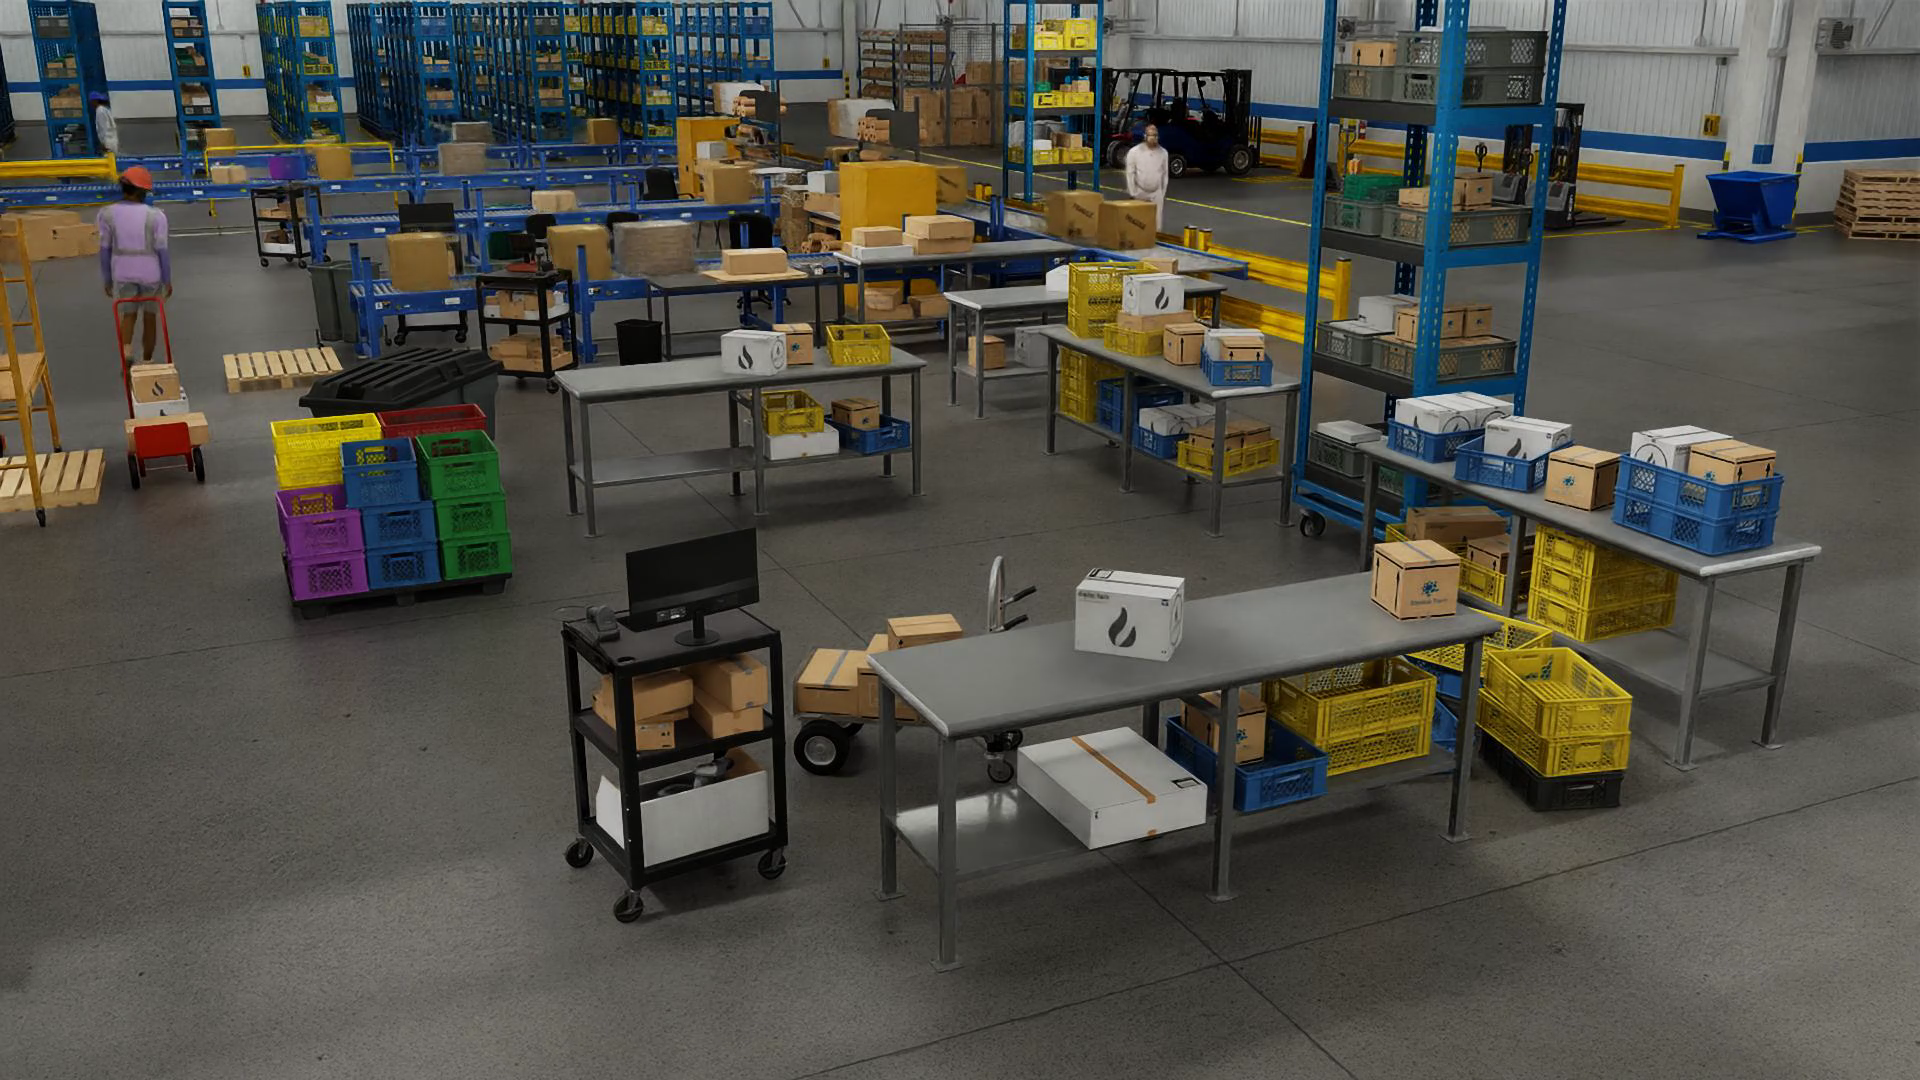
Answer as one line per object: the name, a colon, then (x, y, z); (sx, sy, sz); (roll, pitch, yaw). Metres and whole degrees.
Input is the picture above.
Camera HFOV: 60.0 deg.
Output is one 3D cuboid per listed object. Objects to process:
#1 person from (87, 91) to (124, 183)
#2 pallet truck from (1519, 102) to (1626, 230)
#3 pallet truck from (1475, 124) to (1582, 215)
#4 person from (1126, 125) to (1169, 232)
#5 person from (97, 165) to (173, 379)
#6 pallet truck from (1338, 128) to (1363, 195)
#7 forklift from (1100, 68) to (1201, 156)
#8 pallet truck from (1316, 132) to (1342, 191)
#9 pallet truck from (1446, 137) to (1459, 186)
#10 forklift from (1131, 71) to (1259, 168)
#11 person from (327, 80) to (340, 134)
person: (-16.467, -7.752, 32.346); (0.736, 1.913, 0.627); (-7, 19, -20)
pallet truck: (9.972, -6.037, 26.785); (1.885, 1.965, 0.823); (-9, 20, -25)
pallet truck: (9.707, -6.455, 28.103); (1.885, 1.965, 0.823); (-7, 19, -20)
person: (2.616, -4.862, 23.316); (0.635, 1.864, 1.000); (-3, 18, -8)
person: (-7.662, -2.467, 15.519); (0.618, 2.003, 0.533); (-3, 18, -9)
pallet truck: (7.845, -7.140, 31.411); (1.522, 1.261, 0.704); (-9, 20, -25)
forklift: (4.082, -9.564, 37.410); (2.680, 1.987, 1.157); (-8, 19, -23)
pallet truck: (7.723, -7.504, 32.656); (1.601, 1.201, 0.680); (-8, 19, -23)
pallet truck: (9.184, -6.485, 29.328); (1.630, 1.274, 0.653); (-8, 19, -23)
forklift: (4.998, -8.936, 35.413); (2.680, 1.987, 1.157); (-9, 20, -25)
person: (-16.762, -11.526, 44.355); (0.453, 1.841, 0.586); (-1, 18, -4)
